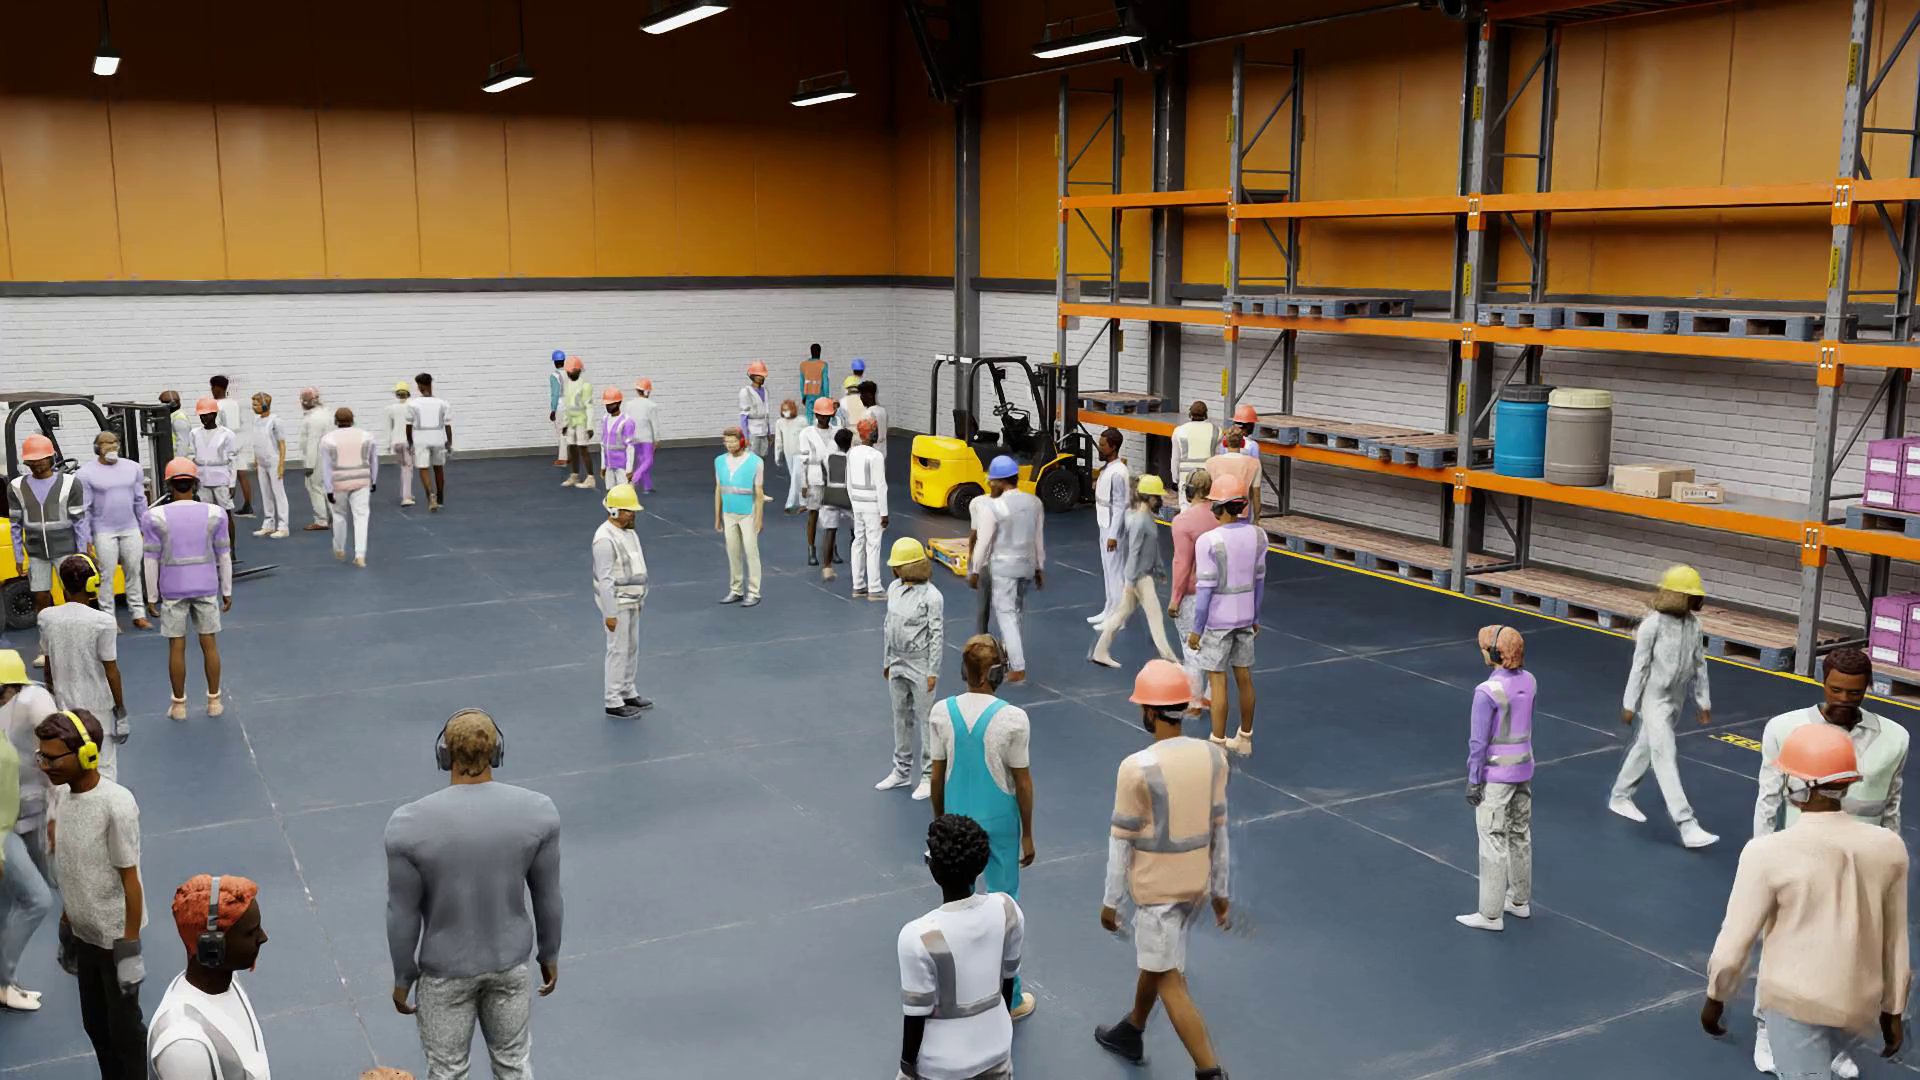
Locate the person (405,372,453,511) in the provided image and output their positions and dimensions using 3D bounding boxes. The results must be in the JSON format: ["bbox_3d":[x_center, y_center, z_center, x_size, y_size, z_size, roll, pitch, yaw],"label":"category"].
[{"bbox_3d":[-7.349,-1.360,23.050,0.622,1.931,0.857,-6,11,-30],"label":"person"}]

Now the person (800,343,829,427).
[{"bbox_3d":[-2.651,-2.628,30.360,0.590,1.914,0.399,5,11,28],"label":"person"}]

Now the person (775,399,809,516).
[{"bbox_3d":[-2.283,-1.118,22.562,0.517,1.585,0.796,5,11,28],"label":"person"}]

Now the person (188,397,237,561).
[{"bbox_3d":[-8.529,-0.666,18.994,0.543,1.939,0.356,0,10,1],"label":"person"}]

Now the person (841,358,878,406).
[{"bbox_3d":[-1.549,-1.877,26.012,0.624,1.923,0.816,-3,10,-18],"label":"person"}]

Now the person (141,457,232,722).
[{"bbox_3d":[-5.908,0.375,12.740,0.613,2.033,0.411,-7,12,-33],"label":"person"}]

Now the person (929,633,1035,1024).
[{"bbox_3d":[0.107,1.343,7.715,0.506,1.839,0.345,4,11,24],"label":"person"}]

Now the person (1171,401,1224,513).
[{"bbox_3d":[2.791,-0.719,19.582,0.625,1.843,0.429,0,10,2],"label":"person"}]

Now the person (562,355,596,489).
[{"bbox_3d":[-5.808,-1.788,25.177,0.651,2.034,0.416,10,14,44],"label":"person"}]

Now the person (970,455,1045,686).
[{"bbox_3d":[0.373,0.234,13.983,0.627,1.897,0.814,-9,13,-42],"label":"person"}]

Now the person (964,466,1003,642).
[{"bbox_3d":[0.317,0.215,14.247,0.555,1.840,0.733,2,10,13],"label":"person"}]

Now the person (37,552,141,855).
[{"bbox_3d":[-5.065,0.996,9.655,0.505,1.864,0.331,2,10,10],"label":"person"}]

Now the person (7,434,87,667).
[{"bbox_3d":[-7.847,0.099,14.332,0.601,2.035,0.408,-2,10,-14],"label":"person"}]

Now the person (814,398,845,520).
[{"bbox_3d":[-1.740,-1.090,22.297,0.511,1.640,0.308,-9,14,-43],"label":"person"}]

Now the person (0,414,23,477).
[{"bbox_3d":[-11.982,-0.933,20.720,0.328,1.873,0.520,9,14,43],"label":"person"}]

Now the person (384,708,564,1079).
[{"bbox_3d":[-1.781,1.571,6.162,0.636,1.928,0.383,-5,11,-27],"label":"person"}]

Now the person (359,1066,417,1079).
[{"bbox_3d":[-1.361,2.089,4.090,0.504,1.610,0.735,-7,12,-34],"label":"person"}]

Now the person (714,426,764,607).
[{"bbox_3d":[-2.230,-0.245,16.890,0.580,1.833,0.405,5,11,25],"label":"person"}]

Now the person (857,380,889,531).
[{"bbox_3d":[-1.124,-1.048,21.133,0.371,1.959,0.602,4,11,21],"label":"person"}]

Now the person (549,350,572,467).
[{"bbox_3d":[-6.642,-2.197,27.784,0.395,1.943,0.617,4,11,23],"label":"person"}]

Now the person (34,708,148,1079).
[{"bbox_3d":[-3.344,1.555,6.456,0.521,1.857,0.343,7,12,34],"label":"person"}]

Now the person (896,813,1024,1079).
[{"bbox_3d":[-0.010,1.762,5.707,0.537,1.696,0.317,-9,13,-43],"label":"person"}]

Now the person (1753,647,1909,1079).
[{"bbox_3d":[3.761,1.385,7.245,0.595,1.915,0.371,1,10,9],"label":"person"}]

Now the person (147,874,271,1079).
[{"bbox_3d":[-2.076,1.848,4.693,0.359,1.880,0.575,-3,10,-14],"label":"person"}]

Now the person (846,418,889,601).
[{"bbox_3d":[-0.934,-0.317,17.139,0.355,1.885,0.575,-8,13,-40],"label":"person"}]

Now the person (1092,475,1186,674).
[{"bbox_3d":[1.549,0.289,14.164,0.923,1.713,0.537,2,10,12],"label":"person"}]

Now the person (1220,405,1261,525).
[{"bbox_3d":[3.053,-0.486,17.957,0.362,1.938,0.545,-7,12,-35],"label":"person"}]

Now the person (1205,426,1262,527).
[{"bbox_3d":[2.732,-0.216,16.698,0.562,1.838,0.387,2,10,10],"label":"person"}]

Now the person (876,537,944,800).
[{"bbox_3d":[-0.331,0.835,10.934,0.483,1.736,0.311,9,13,42],"label":"person"}]

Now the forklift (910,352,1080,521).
[{"bbox_3d":[0.460,-1.461,22.833,2.313,2.155,1.214,-5,11,-28],"label":"forklift"}]

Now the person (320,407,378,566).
[{"bbox_3d":[-7.045,-0.634,19.187,0.634,1.798,0.927,-5,11,-26],"label":"person"}]

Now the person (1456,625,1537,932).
[{"bbox_3d":[2.869,1.255,8.829,0.514,1.631,0.318,-9,13,-41],"label":"person"}]

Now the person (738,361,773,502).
[{"bbox_3d":[-2.865,-1.524,23.633,0.391,2.040,0.615,6,11,30],"label":"person"}]

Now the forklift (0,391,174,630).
[{"bbox_3d":[-9.026,-0.363,16.508,1.214,2.155,2.313,6,11,29],"label":"forklift"}]

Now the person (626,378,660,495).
[{"bbox_3d":[-4.687,-1.512,24.470,0.570,1.731,0.700,5,11,29],"label":"person"}]

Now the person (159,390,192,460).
[{"bbox_3d":[-9.957,-0.984,21.107,0.429,1.842,0.626,-7,12,-35],"label":"person"}]

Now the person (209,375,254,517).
[{"bbox_3d":[-9.984,-1.259,22.451,0.968,1.915,0.631,4,11,20],"label":"person"}]

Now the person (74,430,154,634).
[{"bbox_3d":[-7.938,-0.072,15.614,0.367,1.929,0.637,8,13,39],"label":"person"}]

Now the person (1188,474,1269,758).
[{"bbox_3d":[1.859,0.553,11.668,0.605,2.045,0.378,-6,12,-31],"label":"person"}]

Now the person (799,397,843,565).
[{"bbox_3d":[-1.555,-0.674,19.046,0.552,1.934,0.364,-4,11,-23],"label":"person"}]

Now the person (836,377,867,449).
[{"bbox_3d":[-1.503,-1.488,24.225,0.632,1.772,0.962,-3,10,-18],"label":"person"}]

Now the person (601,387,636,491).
[{"bbox_3d":[-4.247,-0.929,20.542,0.546,1.929,0.390,8,12,37],"label":"person"}]

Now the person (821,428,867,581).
[{"bbox_3d":[-1.274,-0.409,18.322,0.536,1.646,0.836,4,10,19],"label":"person"}]

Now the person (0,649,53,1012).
[{"bbox_3d":[-4.485,1.373,7.791,0.396,1.742,0.558,-5,11,-28],"label":"person"}]

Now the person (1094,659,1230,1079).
[{"bbox_3d":[0.903,1.446,7.018,0.550,1.887,0.994,-7,12,-34],"label":"person"}]

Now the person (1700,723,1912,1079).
[{"bbox_3d":[2.987,1.604,5.933,0.639,1.933,1.035,-2,10,-11],"label":"person"}]

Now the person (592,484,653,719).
[{"bbox_3d":[-2.601,0.469,12.803,0.403,1.818,0.605,1,10,8],"label":"person"}]

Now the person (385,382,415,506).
[{"bbox_3d":[-7.829,-1.371,23.616,0.539,1.737,0.719,2,10,9],"label":"person"}]

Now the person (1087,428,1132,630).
[{"bbox_3d":[1.446,-0.107,15.822,0.392,1.922,0.591,-1,10,-5],"label":"person"}]

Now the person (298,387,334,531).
[{"bbox_3d":[-8.235,-1.031,21.307,0.448,1.873,0.682,-2,10,-11],"label":"person"}]

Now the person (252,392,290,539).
[{"bbox_3d":[-8.646,-0.934,20.815,0.505,1.840,0.345,5,11,28],"label":"person"}]

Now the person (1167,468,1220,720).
[{"bbox_3d":[1.838,0.410,12.798,0.635,1.937,0.352,-9,13,-41],"label":"person"}]

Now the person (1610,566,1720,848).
[{"bbox_3d":[4.353,0.990,10.169,0.504,1.686,0.938,-5,11,-27],"label":"person"}]
